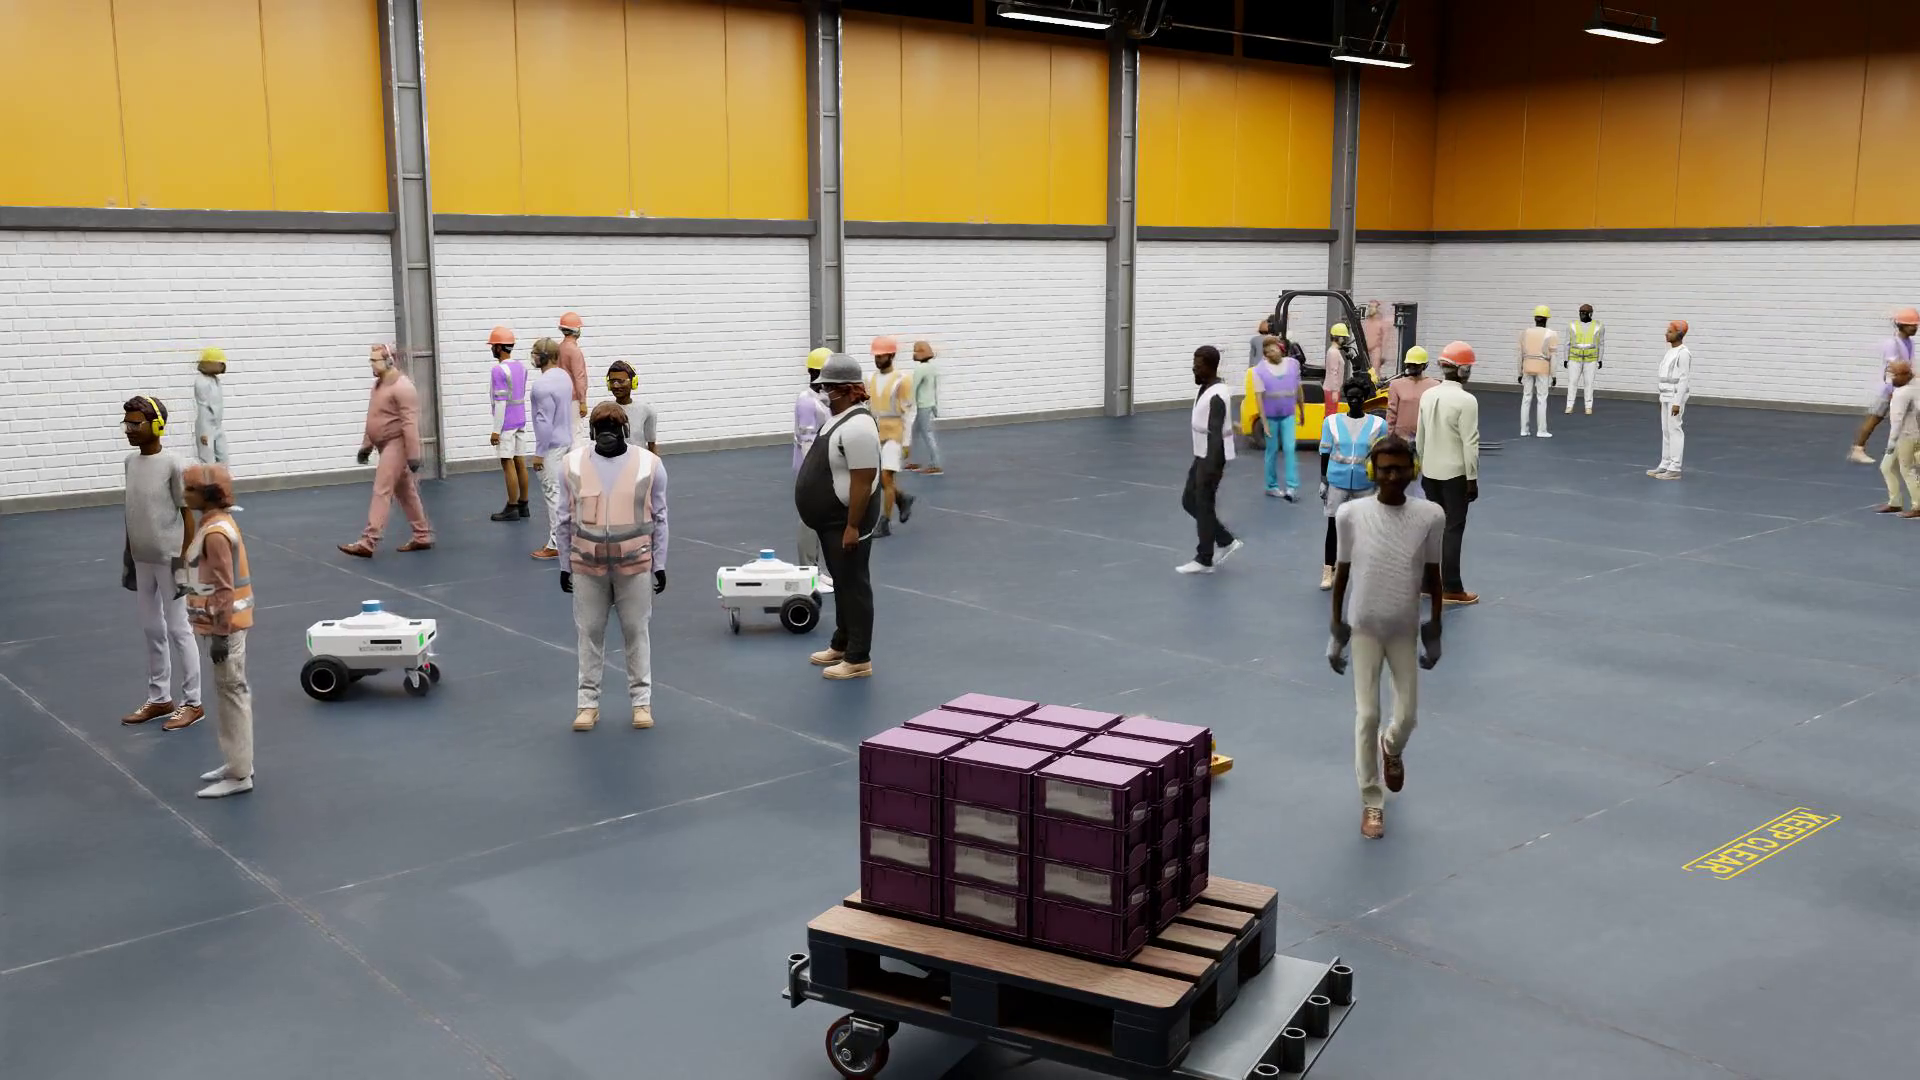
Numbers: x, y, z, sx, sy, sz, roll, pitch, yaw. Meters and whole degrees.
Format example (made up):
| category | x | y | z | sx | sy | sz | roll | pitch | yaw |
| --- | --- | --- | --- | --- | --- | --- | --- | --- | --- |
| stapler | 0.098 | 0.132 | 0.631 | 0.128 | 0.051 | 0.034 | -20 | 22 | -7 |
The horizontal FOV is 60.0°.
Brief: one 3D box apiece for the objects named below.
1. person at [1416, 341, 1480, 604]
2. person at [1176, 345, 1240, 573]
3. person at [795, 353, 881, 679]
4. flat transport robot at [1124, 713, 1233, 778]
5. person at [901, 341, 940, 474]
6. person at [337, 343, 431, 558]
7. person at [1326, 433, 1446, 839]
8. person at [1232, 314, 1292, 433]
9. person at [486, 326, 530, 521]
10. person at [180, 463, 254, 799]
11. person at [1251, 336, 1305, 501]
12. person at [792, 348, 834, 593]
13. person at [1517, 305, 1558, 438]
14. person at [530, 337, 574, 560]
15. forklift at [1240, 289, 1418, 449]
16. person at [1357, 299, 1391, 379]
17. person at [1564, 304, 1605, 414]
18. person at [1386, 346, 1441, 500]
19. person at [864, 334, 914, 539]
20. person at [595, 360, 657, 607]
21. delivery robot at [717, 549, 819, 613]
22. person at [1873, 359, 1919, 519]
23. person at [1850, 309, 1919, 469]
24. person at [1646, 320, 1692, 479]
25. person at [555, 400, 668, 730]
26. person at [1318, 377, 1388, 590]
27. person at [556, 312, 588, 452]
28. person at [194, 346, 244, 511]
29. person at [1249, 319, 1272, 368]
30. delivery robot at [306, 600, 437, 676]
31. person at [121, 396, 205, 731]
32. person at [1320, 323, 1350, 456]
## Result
| category | x | y | z | sx | sy | sz | roll | pitch | yaw |
| --- | --- | --- | --- | --- | --- | --- | --- | --- | --- |
| person | 3.736 | -0.511 | 12.670 | 0.393 | 1.991 | 0.626 | -4 | 11 | -23 |
| person | 2.058 | -0.662 | 13.795 | 0.449 | 1.906 | 0.627 | 0 | 10 | -2 |
| person | -0.768 | -0.158 | 10.463 | 0.537 | 2.000 | 0.682 | -3 | 10 | -15 |
| flat transport robot | 0.637 | 1.115 | 8.187 | 1.431 | 0.197 | 0.652 | -8 | 13 | -41 |
| person | -0.526 | -1.596 | 20.132 | 0.675 | 1.608 | 0.514 | 3 | 10 | 17 |
| person | -5.098 | -0.777 | 14.592 | 0.911 | 1.872 | 0.649 | -6 | 12 | -32 |
| person | 1.963 | 0.410 | 7.722 | 0.527 | 1.848 | 0.640 | 2 | 10 | 9 |
| person | 4.461 | -2.360 | 24.065 | 0.946 | 1.798 | 0.645 | -1 | 10 | -5 |
| person | -4.527 | -1.156 | 16.605 | 0.360 | 1.939 | 0.543 | 2 | 10 | 12 |
| person | -3.644 | 0.435 | 8.172 | 0.337 | 1.638 | 0.536 | -4 | 11 | -24 |
| person | 3.447 | -1.301 | 17.903 | 0.645 | 1.786 | 0.812 | -1 | 10 | -4 |
| person | -1.118 | -0.550 | 13.110 | 0.383 | 1.921 | 0.585 | 1 | 10 | 6 |
| person | 8.420 | -2.452 | 24.235 | 0.594 | 1.922 | 0.386 | 9 | 13 | 42 |
| person | -3.564 | -0.795 | 14.496 | 0.372 | 1.940 | 0.631 | 1 | 10 | 5 |
| forklift | 5.034 | -2.339 | 22.783 | 2.313 | 2.155 | 1.214 | 3 | 10 | 16 |
| person | 7.178 | -3.261 | 29.055 | 0.425 | 1.891 | 0.674 | -8 | 12 | -38 |
| person | 10.408 | -3.013 | 27.774 | 0.633 | 1.837 | 0.429 | 4 | 10 | 21 |
| person | 4.443 | -1.016 | 16.299 | 0.533 | 1.765 | 0.322 | 2 | 10 | 13 |
| person | -0.654 | -0.995 | 15.729 | 0.552 | 1.917 | 0.700 | 7 | 12 | 35 |
| person | -2.505 | -0.404 | 12.406 | 0.509 | 1.872 | 0.328 | 1 | 10 | 3 |
| delivery robot | -1.363 | 0.310 | 11.794 | 0.707 | 0.478 | 0.477 | 0 | 10 | -2 |
| person | 9.462 | -1.004 | 16.672 | 0.556 | 1.602 | 0.514 | 4 | 11 | 24 |
| person | 11.735 | -1.889 | 20.796 | 0.612 | 1.984 | 1.100 | -5 | 11 | -29 |
| person | 8.432 | -1.658 | 19.703 | 0.355 | 1.885 | 0.576 | 1 | 10 | 4 |
| person | -1.937 | 0.144 | 9.276 | 0.620 | 1.845 | 0.430 | -1 | 10 | -6 |
| person | 3.085 | -0.436 | 13.097 | 0.531 | 1.697 | 0.320 | 2 | 10 | 13 |
| person | -4.451 | -1.619 | 19.147 | 0.372 | 1.996 | 0.620 | -7 | 12 | -36 |
| person | -7.783 | -1.129 | 17.072 | 0.631 | 1.717 | 0.491 | 0 | 10 | 2 |
| person | 4.926 | -2.748 | 26.857 | 0.511 | 1.621 | 0.382 | 9 | 13 | 41 |
| delivery robot | -3.545 | 0.608 | 10.049 | 0.707 | 0.478 | 0.477 | -1 | 10 | -3 |
| person | -4.495 | 0.127 | 9.297 | 0.513 | 1.872 | 0.328 | 4 | 11 | 24 |
| person | 4.899 | -1.939 | 21.700 | 0.329 | 1.765 | 0.533 | 2 | 10 | 11 |
